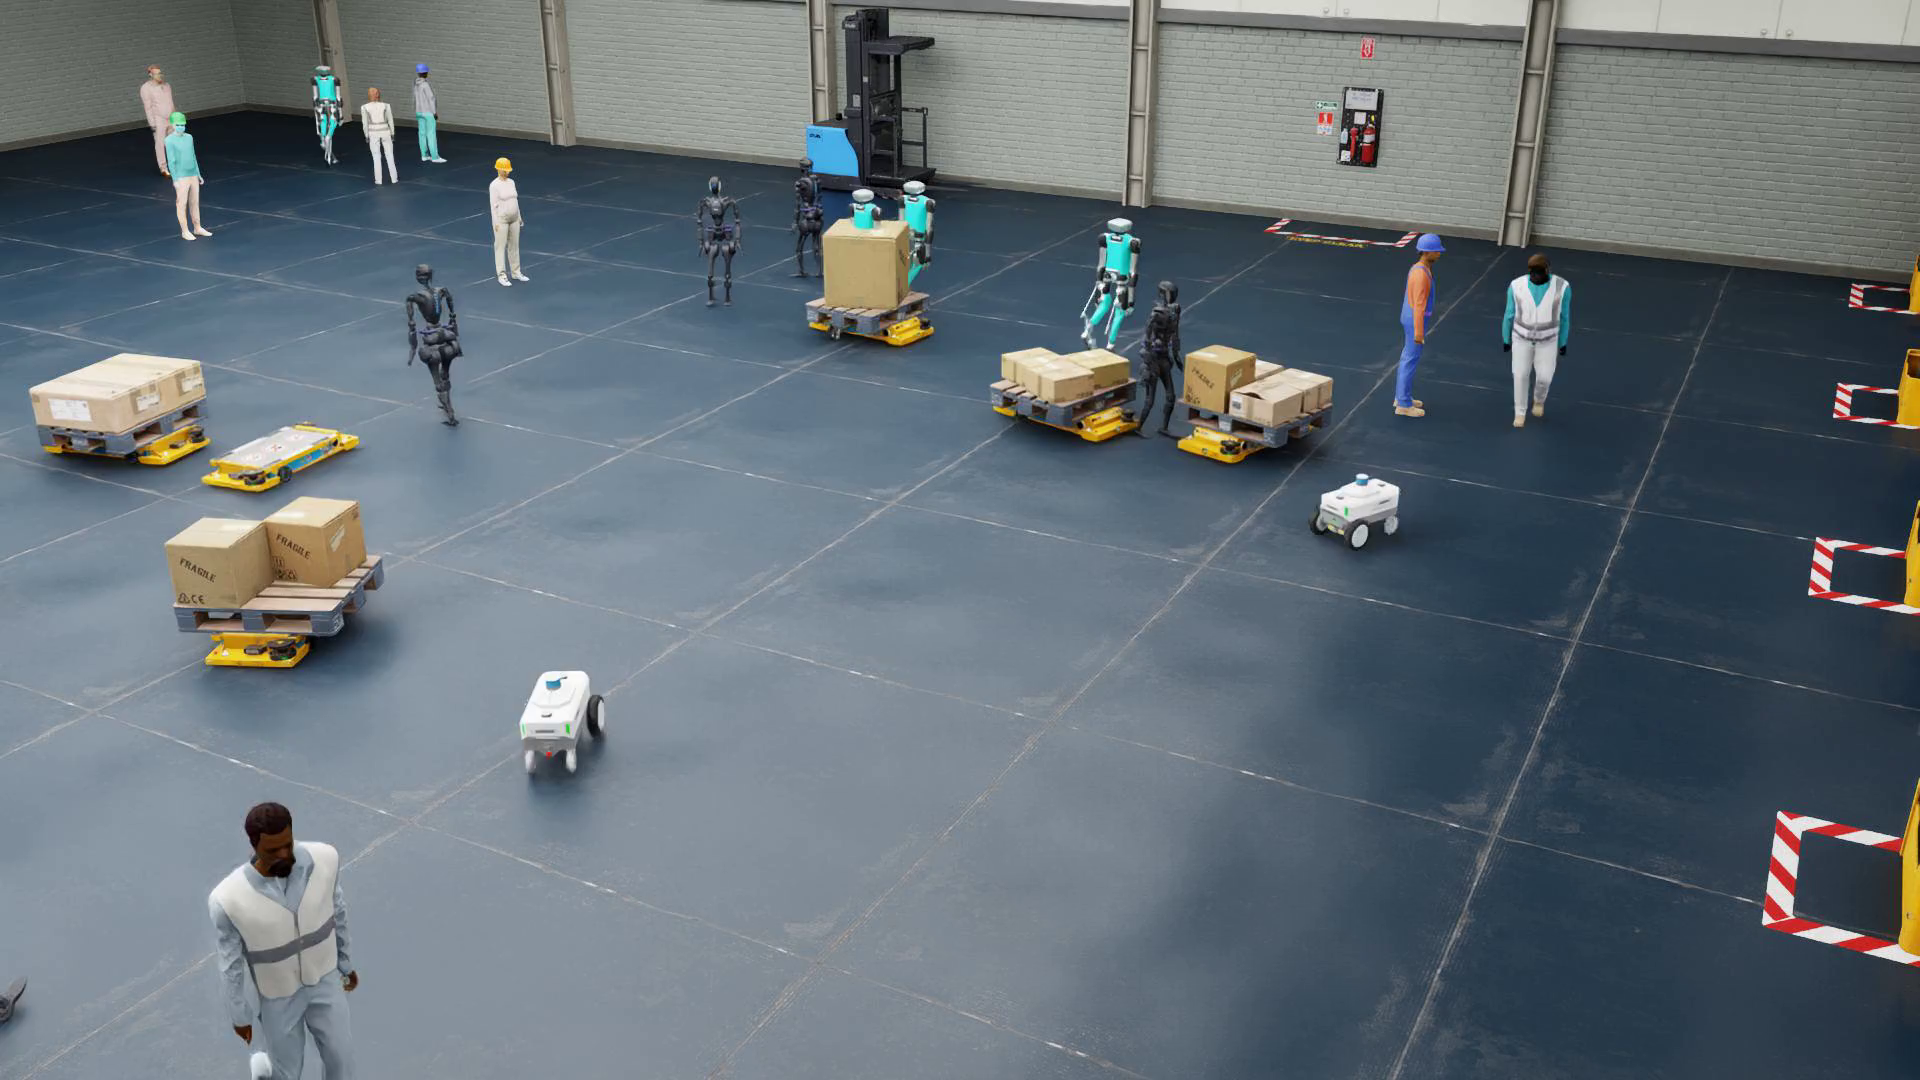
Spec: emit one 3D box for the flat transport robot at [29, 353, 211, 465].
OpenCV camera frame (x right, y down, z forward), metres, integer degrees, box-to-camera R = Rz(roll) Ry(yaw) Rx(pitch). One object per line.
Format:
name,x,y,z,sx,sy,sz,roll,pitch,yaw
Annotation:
flat transport robot,-8.247,-0.996,16.481,1.431,0.231,0.659,7,24,15

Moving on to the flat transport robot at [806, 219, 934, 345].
flat transport robot,-1.098,-2.634,20.296,1.431,0.231,0.659,15,28,31

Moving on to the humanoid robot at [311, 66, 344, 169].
humanoid robot,-11.492,-7.608,30.032,0.548,1.769,0.940,0,23,0

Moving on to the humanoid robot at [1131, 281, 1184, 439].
humanoid robot,1.981,-1.808,16.600,0.449,1.637,0.595,20,30,38

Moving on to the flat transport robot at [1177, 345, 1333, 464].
flat transport robot,2.919,-1.083,16.685,0.659,0.231,1.431,21,31,39

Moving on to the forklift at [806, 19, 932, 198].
forklift,-1.573,-7.292,27.850,1.873,2.768,1.129,12,26,25

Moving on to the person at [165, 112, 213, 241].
person,-11.522,-5.424,24.761,0.364,1.870,0.516,10,25,22

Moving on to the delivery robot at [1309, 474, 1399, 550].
delivery robot,3.442,-0.264,14.428,0.781,0.605,0.499,-16,28,-32

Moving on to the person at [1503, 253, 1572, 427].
person,5.855,-2.041,16.959,0.646,1.818,0.498,9,25,20

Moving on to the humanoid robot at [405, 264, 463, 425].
humanoid robot,-5.385,-2.011,17.075,0.565,1.644,0.601,20,30,38

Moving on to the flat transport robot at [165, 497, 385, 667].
flat transport robot,-5.175,0.581,12.809,0.659,0.231,1.431,1,23,3

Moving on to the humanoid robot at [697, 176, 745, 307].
humanoid robot,-3.047,-3.804,21.229,0.598,1.650,0.325,0,23,1

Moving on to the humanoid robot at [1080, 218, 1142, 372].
humanoid robot,1.606,-2.624,18.424,0.544,1.778,0.757,18,29,36

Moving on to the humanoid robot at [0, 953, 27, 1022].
humanoid robot,-4.984,1.829,8.158,0.590,1.622,0.747,8,24,17

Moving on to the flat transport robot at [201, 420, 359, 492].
flat transport robot,-6.549,-0.814,16.058,0.659,0.231,1.431,8,25,19

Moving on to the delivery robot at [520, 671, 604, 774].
delivery robot,-2.683,1.175,11.087,0.499,0.612,0.814,-1,23,-1

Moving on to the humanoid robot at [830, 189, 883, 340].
humanoid robot,-1.334,-3.216,19.920,0.824,1.873,0.560,-20,30,-38

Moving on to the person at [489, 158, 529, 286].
person,-6.082,-4.280,22.321,0.324,1.692,0.473,14,27,29

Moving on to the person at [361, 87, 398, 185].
person,-9.965,-6.937,28.574,0.520,1.637,0.309,-10,25,-23

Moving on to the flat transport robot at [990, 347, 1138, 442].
flat transport robot,1.085,-1.336,17.273,1.431,0.231,0.659,21,31,40

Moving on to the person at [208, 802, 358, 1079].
person,-3.025,1.977,7.506,0.728,1.898,0.596,20,30,38

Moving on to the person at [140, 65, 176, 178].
person,-13.977,-7.353,29.209,0.413,1.908,0.638,8,25,18

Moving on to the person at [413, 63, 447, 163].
person,-9.759,-7.805,30.425,0.542,1.776,0.354,18,29,35

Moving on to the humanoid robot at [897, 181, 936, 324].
humanoid robot,-0.682,-3.430,20.301,0.530,1.793,0.793,15,27,31

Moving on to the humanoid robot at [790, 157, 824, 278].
humanoid robot,-2.086,-4.375,22.561,0.419,1.645,0.601,15,27,30

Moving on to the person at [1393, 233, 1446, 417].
person,4.775,-2.249,17.321,0.370,1.908,0.532,5,24,11
